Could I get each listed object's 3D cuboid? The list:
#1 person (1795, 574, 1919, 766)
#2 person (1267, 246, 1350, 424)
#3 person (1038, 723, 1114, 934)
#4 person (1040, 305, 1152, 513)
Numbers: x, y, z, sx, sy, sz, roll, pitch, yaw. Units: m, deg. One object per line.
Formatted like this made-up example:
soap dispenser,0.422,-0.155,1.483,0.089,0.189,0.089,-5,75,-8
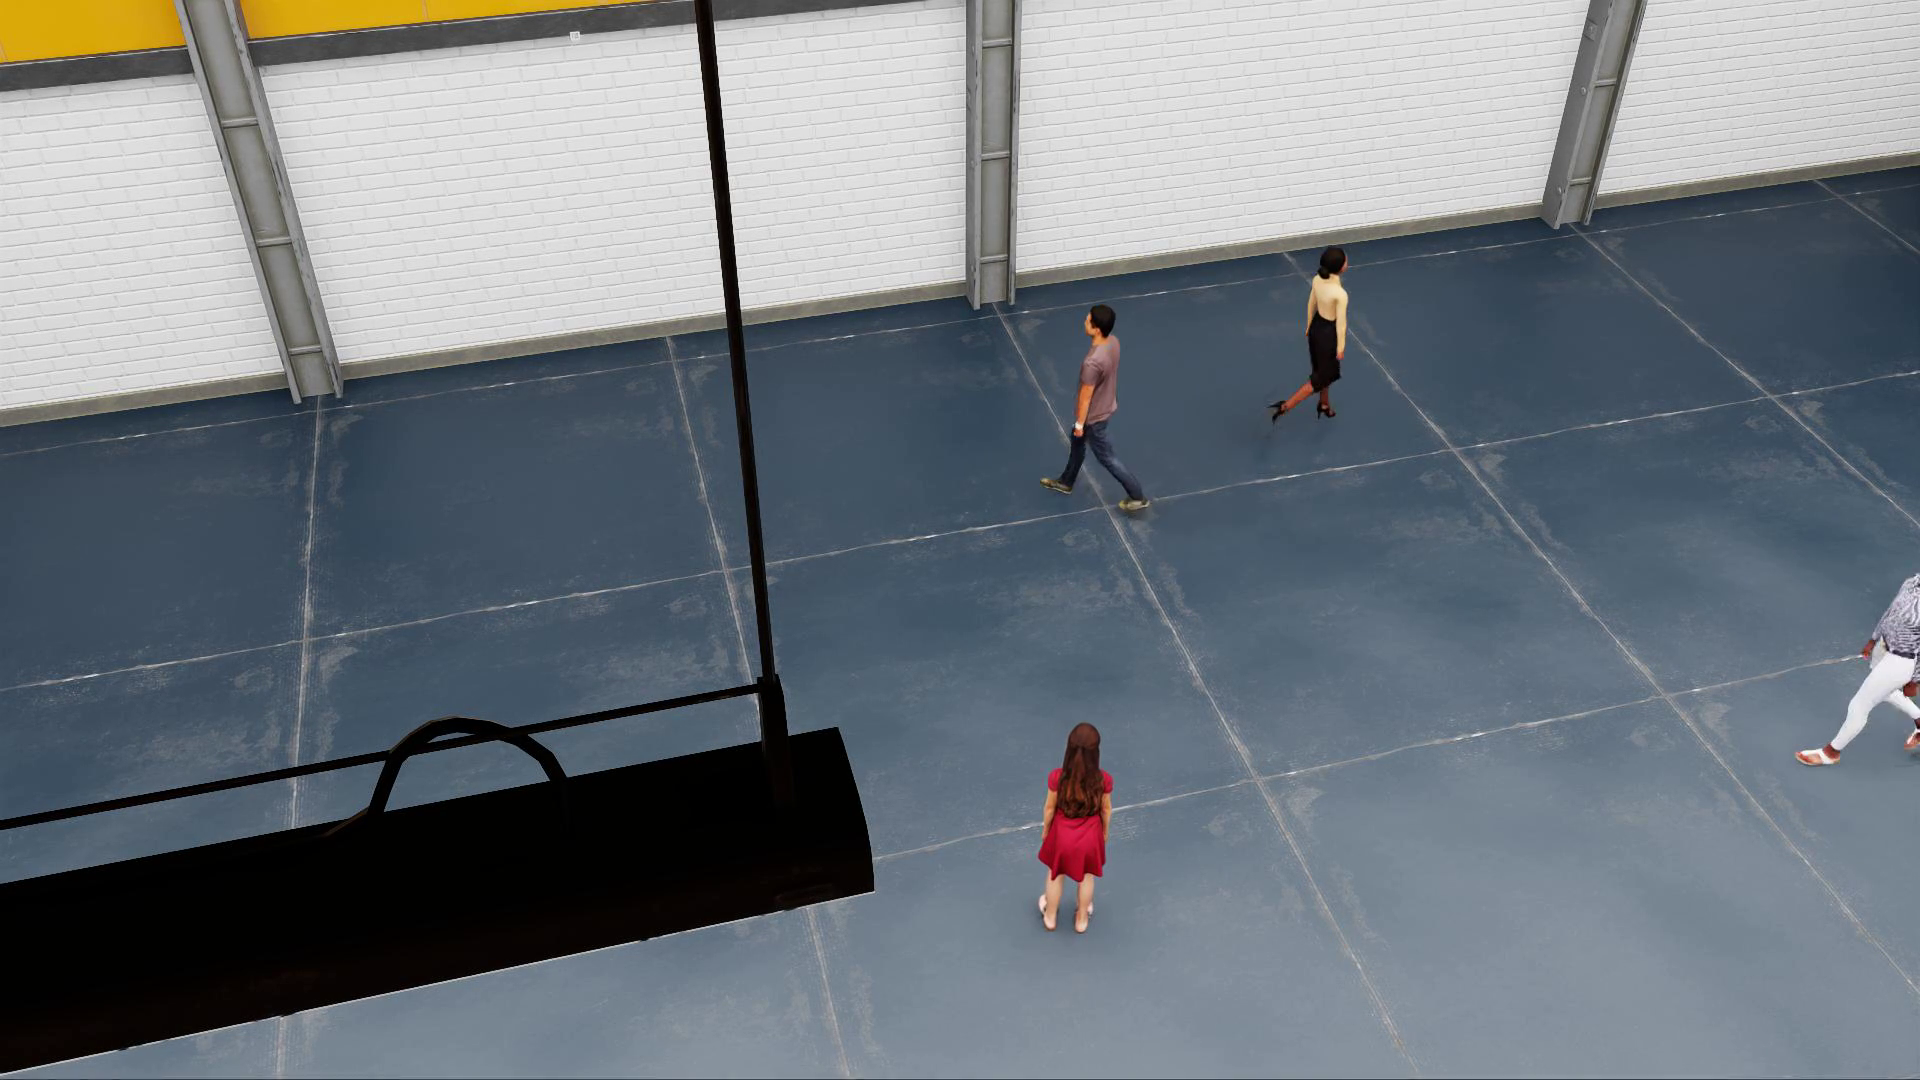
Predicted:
person,5.912,0.763,10.373,1.176,1.697,0.822,1,39,1
person,2.874,-1.575,13.352,0.972,1.632,0.660,-16,41,-19
person,0.650,1.647,9.384,0.605,1.551,0.675,-1,39,-1
person,1.108,-0.937,12.469,1.225,1.738,1.073,14,41,17
